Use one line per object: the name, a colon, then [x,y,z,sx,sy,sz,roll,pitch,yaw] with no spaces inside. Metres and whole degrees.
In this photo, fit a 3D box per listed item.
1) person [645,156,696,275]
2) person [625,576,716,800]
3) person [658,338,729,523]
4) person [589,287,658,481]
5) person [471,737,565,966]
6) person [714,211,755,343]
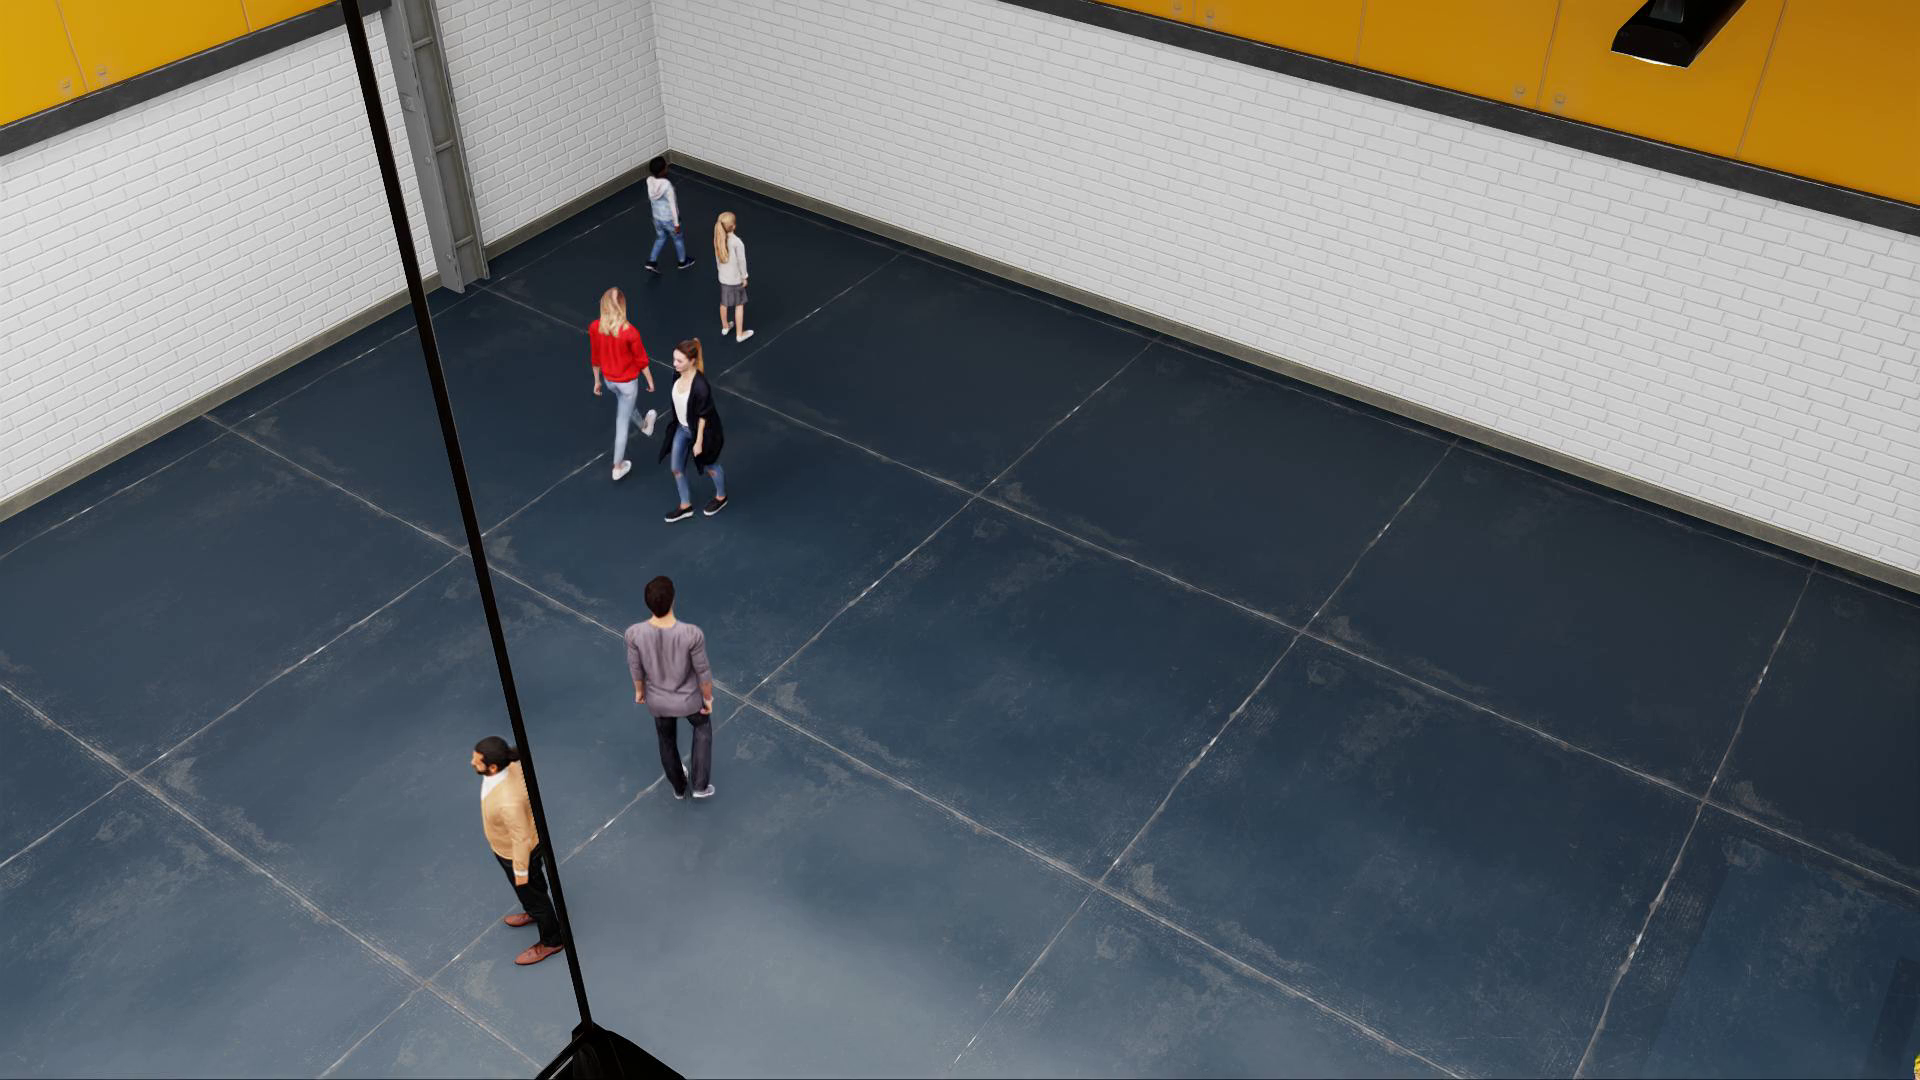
person: [-2.962,-3.204,16.524,0.481,1.246,0.780,23,44,26]
person: [-1.859,1.042,10.731,0.835,1.841,0.883,-1,39,-2]
person: [-2.027,-0.899,13.301,0.846,1.666,0.709,-31,48,-33]
person: [-2.833,-1.250,13.743,0.843,1.663,1.161,12,40,15]
person: [-2.621,1.805,9.845,0.763,1.754,0.753,-15,41,-18]
person: [-2.148,-2.483,15.601,0.498,1.271,0.505,24,44,27]
